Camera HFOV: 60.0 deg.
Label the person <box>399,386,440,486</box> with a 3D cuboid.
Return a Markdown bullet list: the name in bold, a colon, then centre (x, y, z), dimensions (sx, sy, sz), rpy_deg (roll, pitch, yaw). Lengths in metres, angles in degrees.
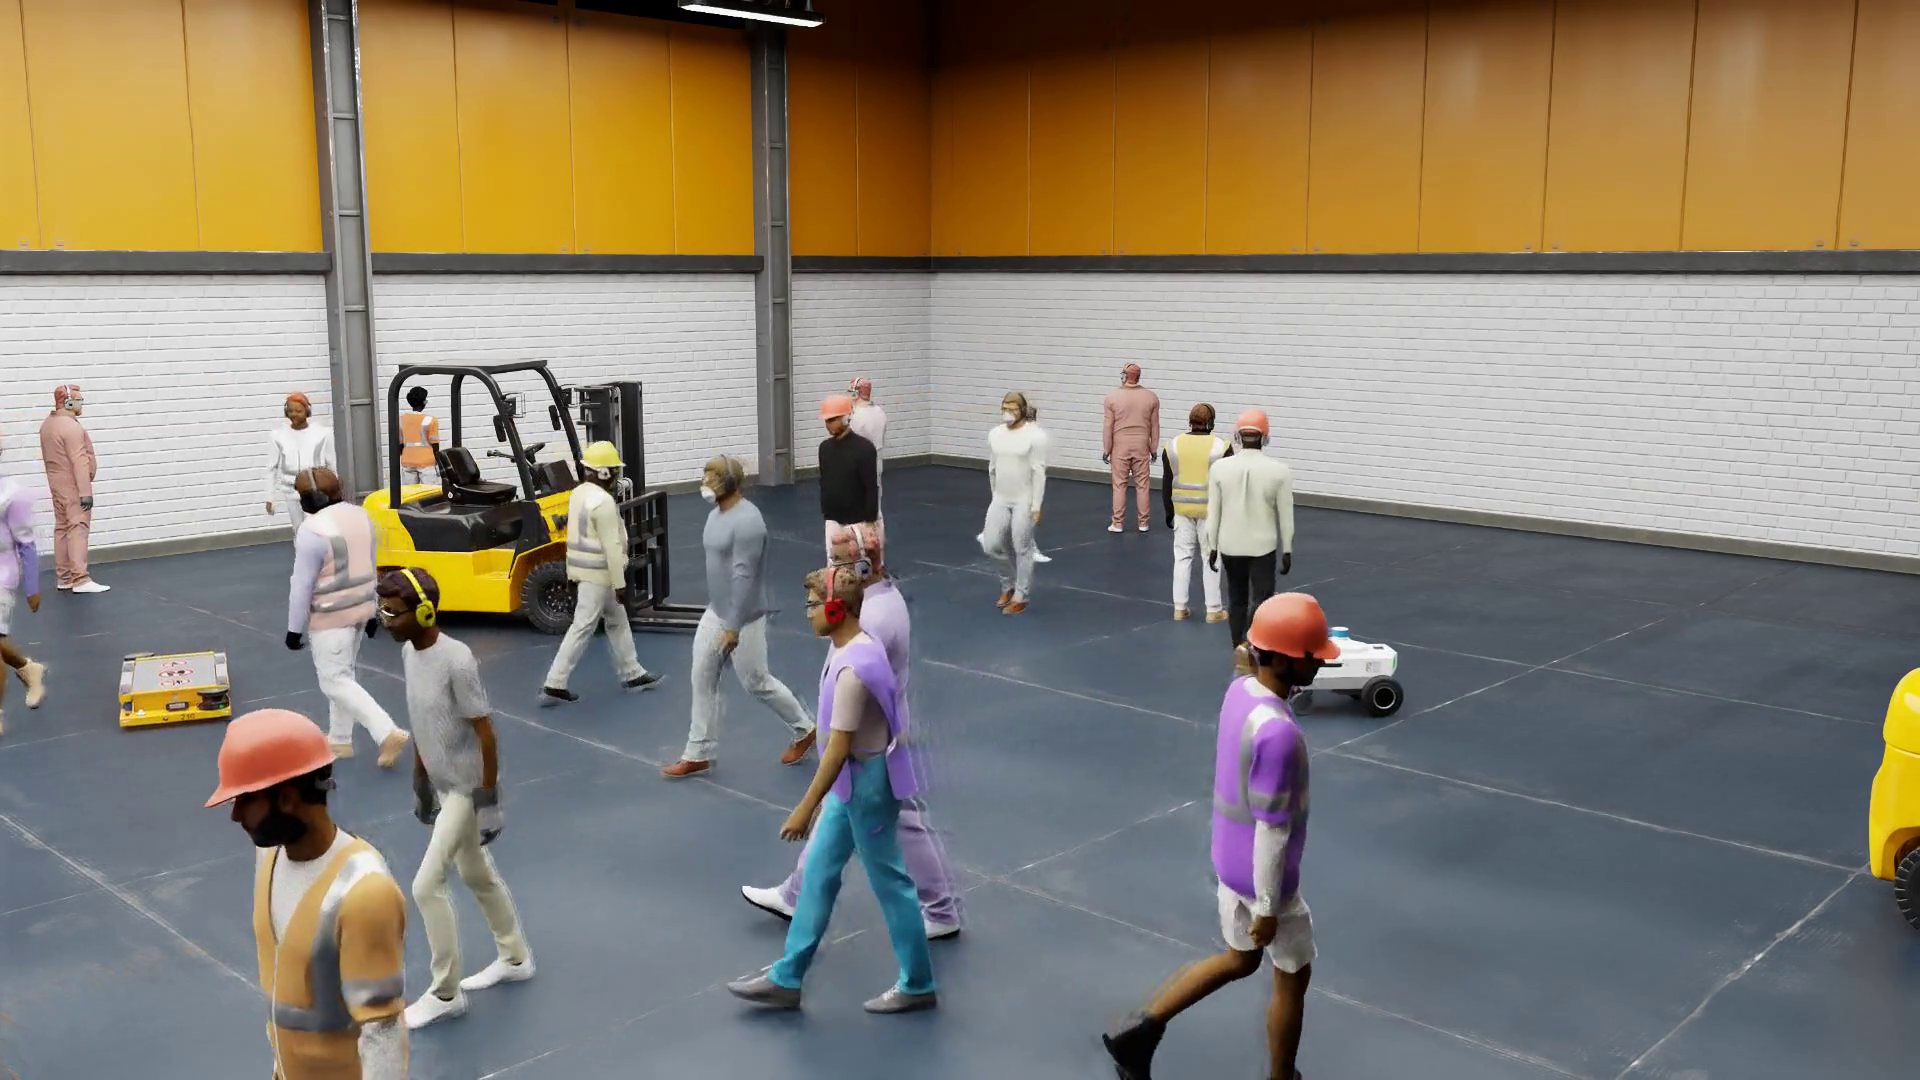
- **person**: centre (-5.843, -0.815, 17.993), dimensions (0.529, 1.690, 0.321), rpy_deg (3, 10, 19)

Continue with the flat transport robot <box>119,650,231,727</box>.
- **flat transport robot**: centre (-5.334, 0.981, 11.308), dimensions (0.652, 0.197, 1.431), rpy_deg (-4, 10, -24)

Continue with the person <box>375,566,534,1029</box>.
- **person**: centre (-2.007, 0.989, 6.580), dimensions (0.687, 1.813, 0.557), rpy_deg (-8, 12, -40)

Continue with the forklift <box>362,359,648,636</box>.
- **forklift**: centre (-3.850, -0.407, 13.936), dimensions (2.313, 2.155, 1.214), rpy_deg (2, 9, 11)

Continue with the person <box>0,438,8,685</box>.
- **person**: centre (-6.967, 0.079, 11.733), dimensions (0.506, 1.945, 0.761), rpy_deg (-5, 11, -29)

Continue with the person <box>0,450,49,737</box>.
- **person**: centre (-6.143, 0.234, 10.587), dimensions (0.604, 2.019, 0.921), rpy_deg (1, 9, 7)

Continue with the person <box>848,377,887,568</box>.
- **person**: centre (-0.961, -0.628, 16.173), dimensions (0.402, 1.906, 0.652), rpy_deg (4, 10, 23)

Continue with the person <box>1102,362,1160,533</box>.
- **person**: centre (1.903, -1.027, 18.603), dimensions (0.651, 1.913, 0.410), rpy_deg (-1, 9, -7)

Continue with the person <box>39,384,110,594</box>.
- **person**: centre (-8.083, -0.466, 15.184), dimensions (0.650, 1.906, 0.401), rpy_deg (8, 12, 39)

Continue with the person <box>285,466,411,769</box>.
- **person**: centre (-3.599, 0.464, 9.803), dimensions (0.736, 1.815, 0.643), rpy_deg (2, 9, 9)

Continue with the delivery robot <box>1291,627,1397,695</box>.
- **delivery robot**: centre (2.534, 0.825, 11.112), dimensions (0.707, 0.478, 0.477), rpy_deg (-1, 9, -4)

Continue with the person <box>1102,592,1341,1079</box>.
- **person**: centre (0.929, 1.099, 5.617), dimensions (0.777, 1.906, 0.553), rpy_deg (-1, 9, -8)

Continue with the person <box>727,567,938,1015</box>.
- **person**: centre (-0.507, 1.003, 6.493), dimensions (0.916, 1.792, 0.554), rpy_deg (-1, 9, -8)

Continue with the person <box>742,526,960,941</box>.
- **person**: centre (-0.466, 0.855, 7.260), dimensions (1.013, 1.845, 0.654), rpy_deg (0, 9, 1)

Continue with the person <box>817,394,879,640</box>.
- **person**: centre (-0.843, -0.197, 13.369), dimensions (0.620, 1.966, 0.650), rpy_deg (7, 12, 37)

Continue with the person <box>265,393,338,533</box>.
- **person**: centre (-6.004, -0.428, 15.189), dimensions (0.602, 1.834, 1.008), rpy_deg (-1, 9, -9)

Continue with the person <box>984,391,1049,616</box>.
- **person**: centre (0.461, -0.305, 14.137), dimensions (0.634, 1.923, 0.432), rpy_deg (6, 11, 33)

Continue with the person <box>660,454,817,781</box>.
- **person**: centre (-1.263, 0.436, 9.682), dimensions (0.944, 1.904, 0.630), rpy_deg (-6, 11, -34)

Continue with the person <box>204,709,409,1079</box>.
- **person**: centre (-1.549, 1.348, 4.038), dimensions (0.656, 1.911, 0.465), rpy_deg (7, 12, 37)

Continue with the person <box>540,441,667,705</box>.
- **person**: centre (-2.495, 0.225, 11.336), dimensions (0.913, 1.796, 0.606), rpy_deg (-5, 10, -28)

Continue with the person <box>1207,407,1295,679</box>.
- **person**: centre (2.046, 0.047, 11.825), dimensions (0.635, 1.976, 0.758), rpy_deg (4, 10, 23)

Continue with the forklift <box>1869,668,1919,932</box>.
- **forklift**: centre (5.205, 0.723, 7.013), dimensions (2.313, 2.155, 1.214), rpy_deg (9, 13, 43)

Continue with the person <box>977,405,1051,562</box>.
- **person**: centre (0.544, -0.584, 16.825), dimensions (0.750, 1.600, 0.520), rpy_deg (3, 10, 17)

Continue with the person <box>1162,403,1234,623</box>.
- **person**: centre (2.009, -0.227, 13.914), dimensions (0.634, 1.842, 0.429), rpy_deg (4, 10, 25)
